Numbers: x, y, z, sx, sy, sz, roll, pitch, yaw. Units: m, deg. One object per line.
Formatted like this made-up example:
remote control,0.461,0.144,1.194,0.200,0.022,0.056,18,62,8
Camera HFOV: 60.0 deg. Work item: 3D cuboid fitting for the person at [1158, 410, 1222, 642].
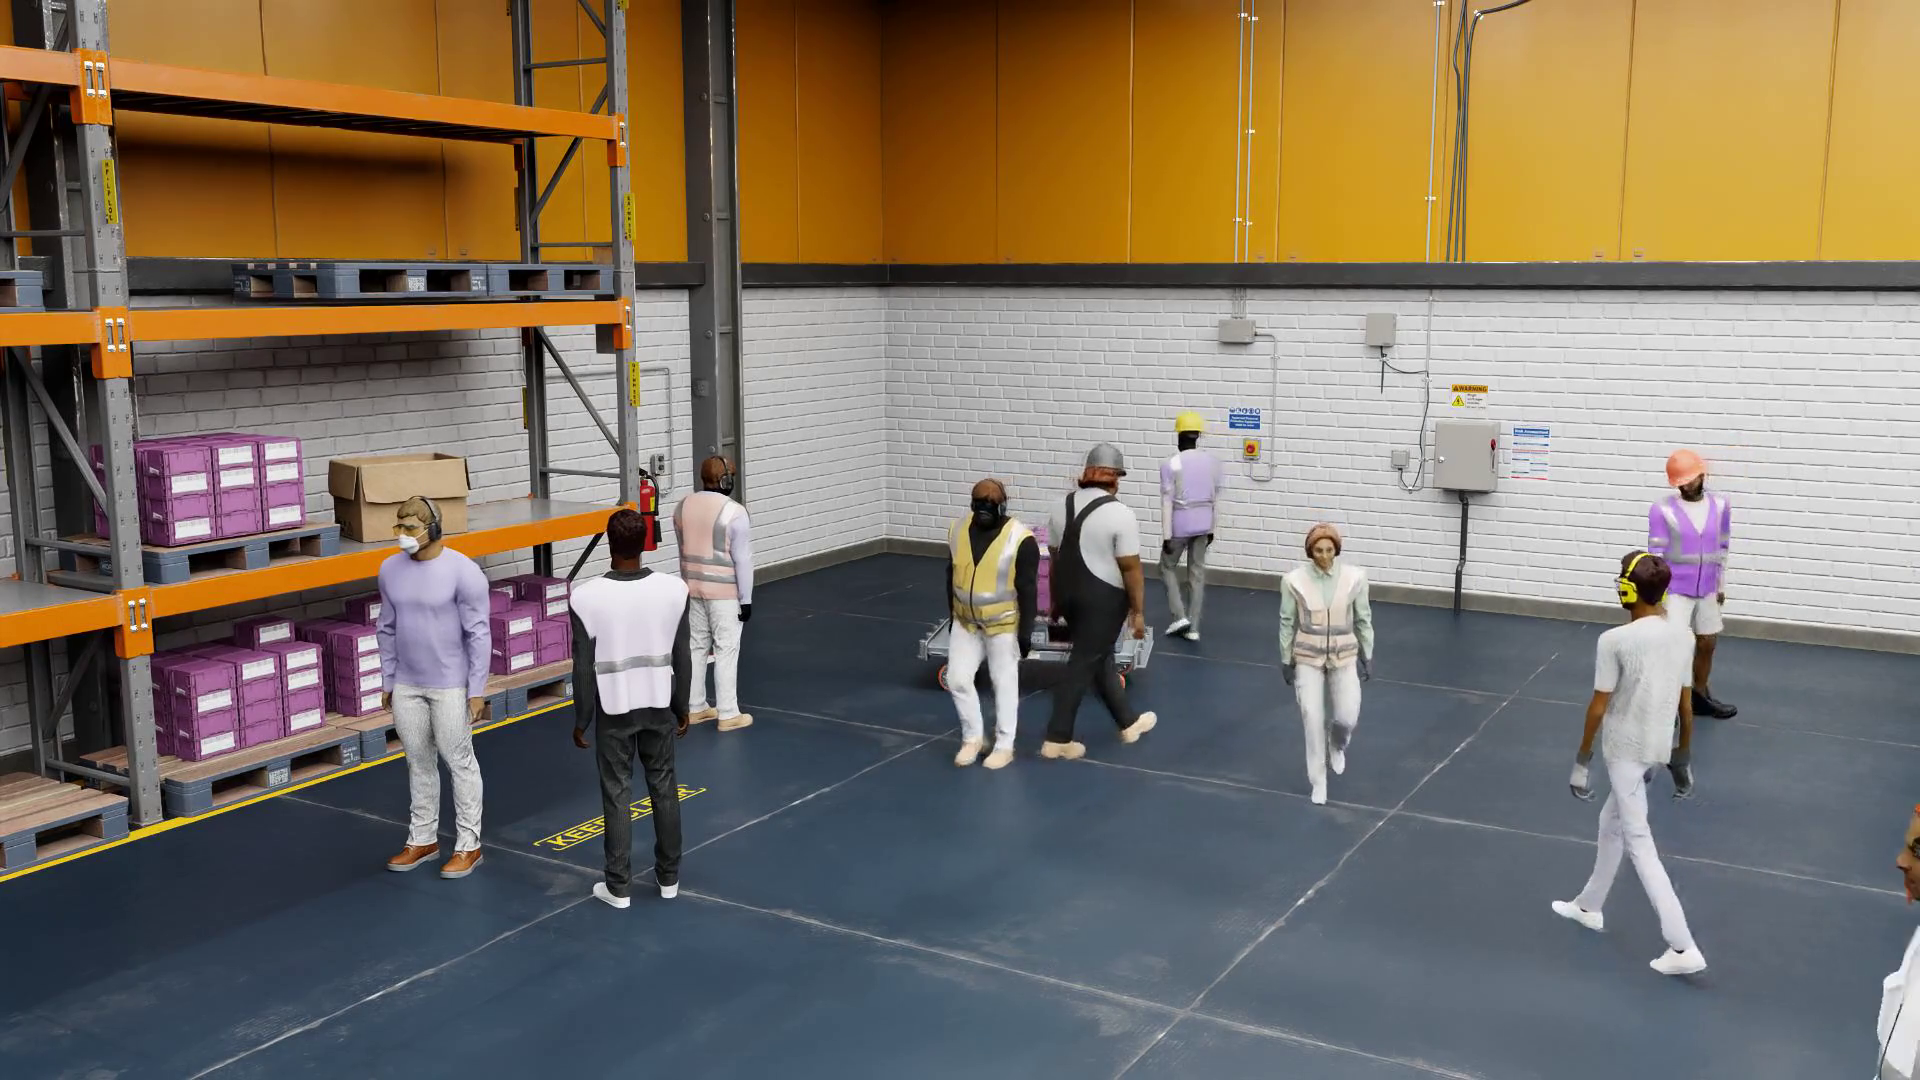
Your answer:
person,1.877,-0.115,13.735,0.599,1.908,0.438,-3,10,-20

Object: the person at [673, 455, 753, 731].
person,-1.617,0.352,11.094,0.619,1.836,0.431,6,11,32

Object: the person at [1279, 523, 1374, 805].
person,2.103,0.688,9.610,0.545,1.621,0.513,1,9,6

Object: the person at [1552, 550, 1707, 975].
person,2.991,0.958,7.341,0.547,1.829,0.951,-4,10,-22

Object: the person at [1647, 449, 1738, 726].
person,4.900,0.320,11.108,0.678,1.885,0.492,-1,9,-5

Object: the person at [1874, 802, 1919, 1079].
person,2.363,1.494,3.954,0.976,1.838,0.593,3,10,17

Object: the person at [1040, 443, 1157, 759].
person,0.890,0.345,10.471,1.000,2.000,0.701,-6,11,-34

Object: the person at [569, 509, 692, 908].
person,-1.565,0.806,7.972,0.591,1.919,0.390,-5,10,-28

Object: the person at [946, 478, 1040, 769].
person,0.190,0.515,10.123,0.643,1.813,0.468,5,10,29

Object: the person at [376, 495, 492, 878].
person,-2.649,0.733,8.367,0.635,1.937,0.353,3,10,20
